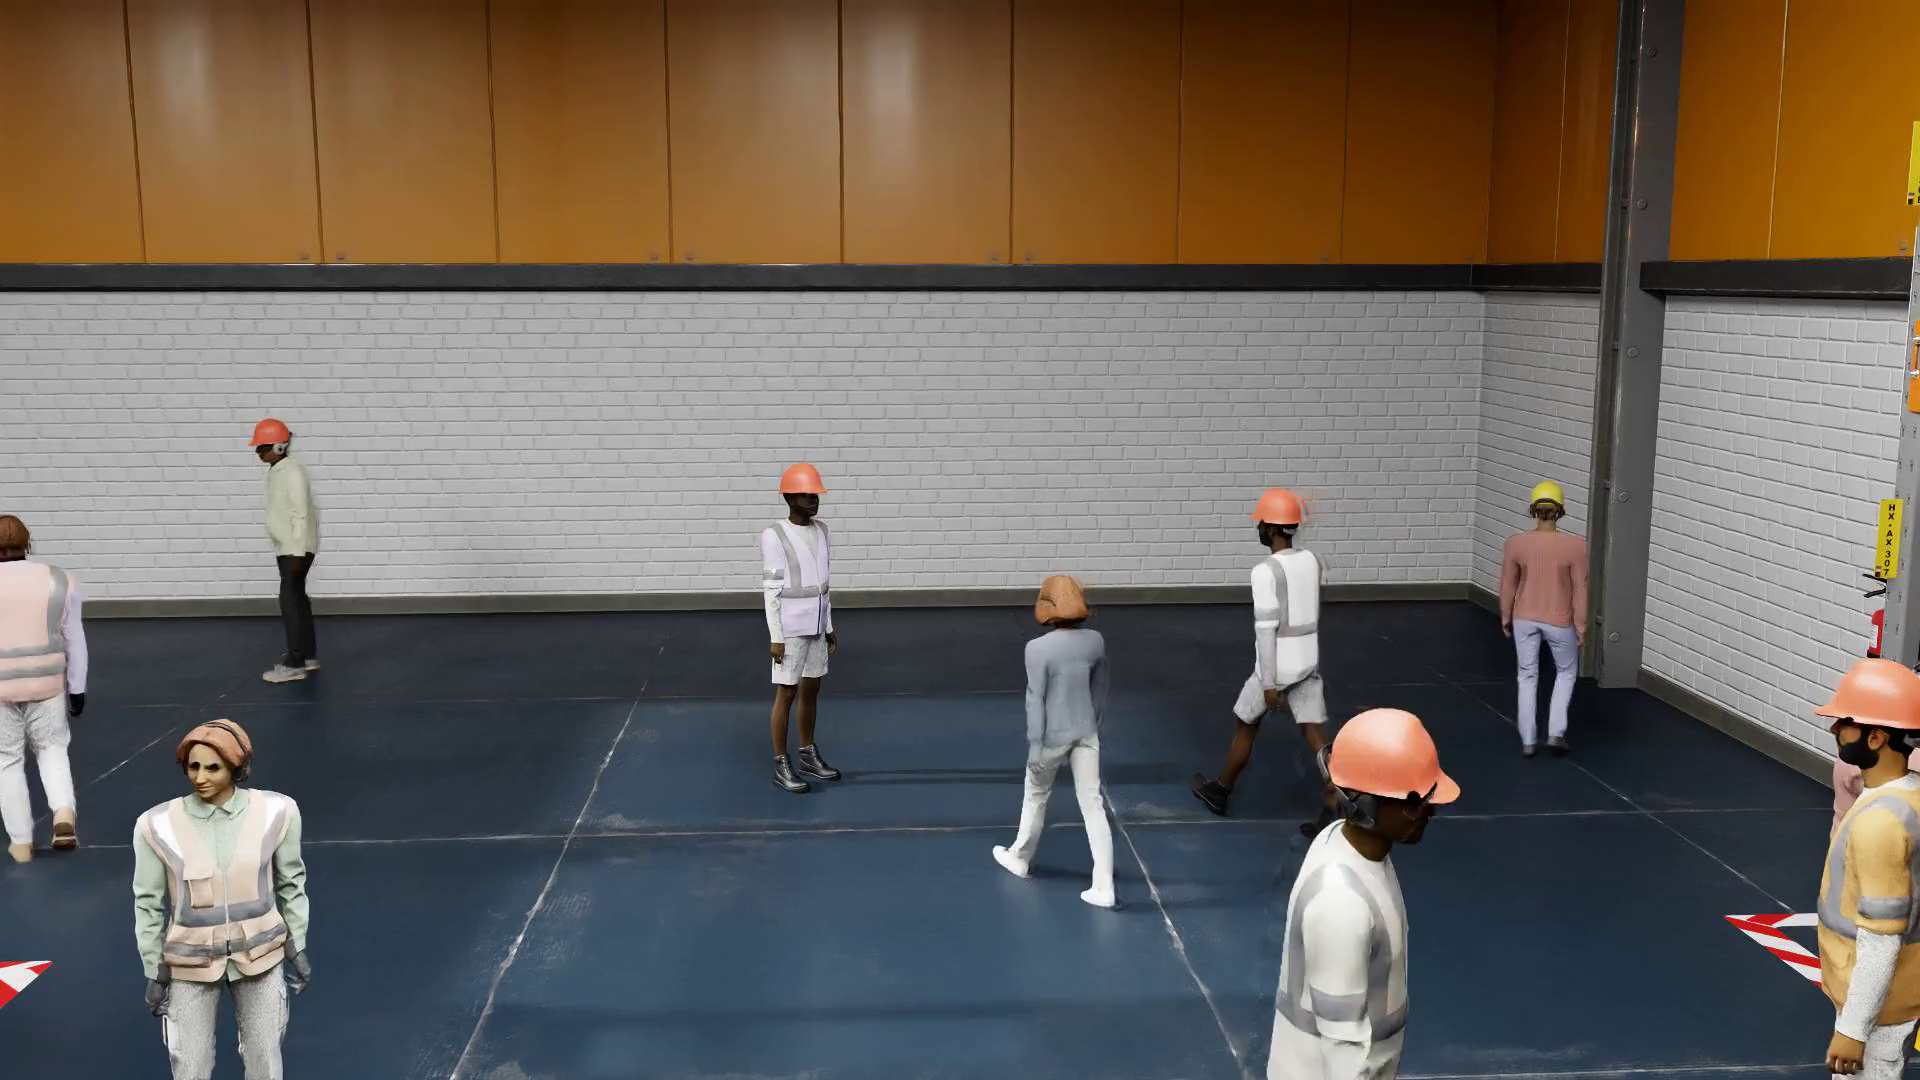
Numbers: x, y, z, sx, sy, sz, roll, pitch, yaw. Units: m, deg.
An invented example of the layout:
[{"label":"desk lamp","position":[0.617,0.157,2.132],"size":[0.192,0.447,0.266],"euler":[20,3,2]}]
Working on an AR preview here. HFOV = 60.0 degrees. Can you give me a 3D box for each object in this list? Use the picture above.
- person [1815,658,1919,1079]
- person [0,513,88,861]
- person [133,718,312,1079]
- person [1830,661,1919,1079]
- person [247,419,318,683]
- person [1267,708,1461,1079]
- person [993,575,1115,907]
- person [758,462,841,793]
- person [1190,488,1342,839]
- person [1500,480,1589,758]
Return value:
[{"label":"person","position":[2.643,1.301,4.865],"size":[0.372,1.939,0.544],"euler":[7,12,38]},{"label":"person","position":[-4.831,0.772,8.538],"size":[0.630,1.827,0.515],"euler":[-7,11,-37]},{"label":"person","position":[-2.359,1.374,5.359],"size":[0.515,1.636,0.314],"euler":[-5,10,-29]},{"label":"person","position":[3.124,1.242,5.325],"size":[0.643,1.913,0.410],"euler":[5,11,31]},{"label":"person","position":[-5.110,0.085,12.489],"size":[0.605,1.974,0.646],"euler":[-7,12,-38]},{"label":"person","position":[0.979,1.382,4.250],"size":[1.080,1.981,0.618],"euler":[3,10,20]},{"label":"person","position":[0.500,0.954,8.141],"size":[0.522,1.581,0.873],"euler":[-6,11,-33]},{"label":"person","position":[-0.930,0.507,9.841],"size":[0.350,1.942,0.545],"euler":[6,11,35]},{"label":"person","position":[1.727,0.659,9.054],"size":[0.552,1.880,1.032],"euler":[-6,11,-35]},{"label":"person","position":[3.677,0.496,10.461],"size":[0.555,1.751,0.437],"euler":[6,11,32]}]
